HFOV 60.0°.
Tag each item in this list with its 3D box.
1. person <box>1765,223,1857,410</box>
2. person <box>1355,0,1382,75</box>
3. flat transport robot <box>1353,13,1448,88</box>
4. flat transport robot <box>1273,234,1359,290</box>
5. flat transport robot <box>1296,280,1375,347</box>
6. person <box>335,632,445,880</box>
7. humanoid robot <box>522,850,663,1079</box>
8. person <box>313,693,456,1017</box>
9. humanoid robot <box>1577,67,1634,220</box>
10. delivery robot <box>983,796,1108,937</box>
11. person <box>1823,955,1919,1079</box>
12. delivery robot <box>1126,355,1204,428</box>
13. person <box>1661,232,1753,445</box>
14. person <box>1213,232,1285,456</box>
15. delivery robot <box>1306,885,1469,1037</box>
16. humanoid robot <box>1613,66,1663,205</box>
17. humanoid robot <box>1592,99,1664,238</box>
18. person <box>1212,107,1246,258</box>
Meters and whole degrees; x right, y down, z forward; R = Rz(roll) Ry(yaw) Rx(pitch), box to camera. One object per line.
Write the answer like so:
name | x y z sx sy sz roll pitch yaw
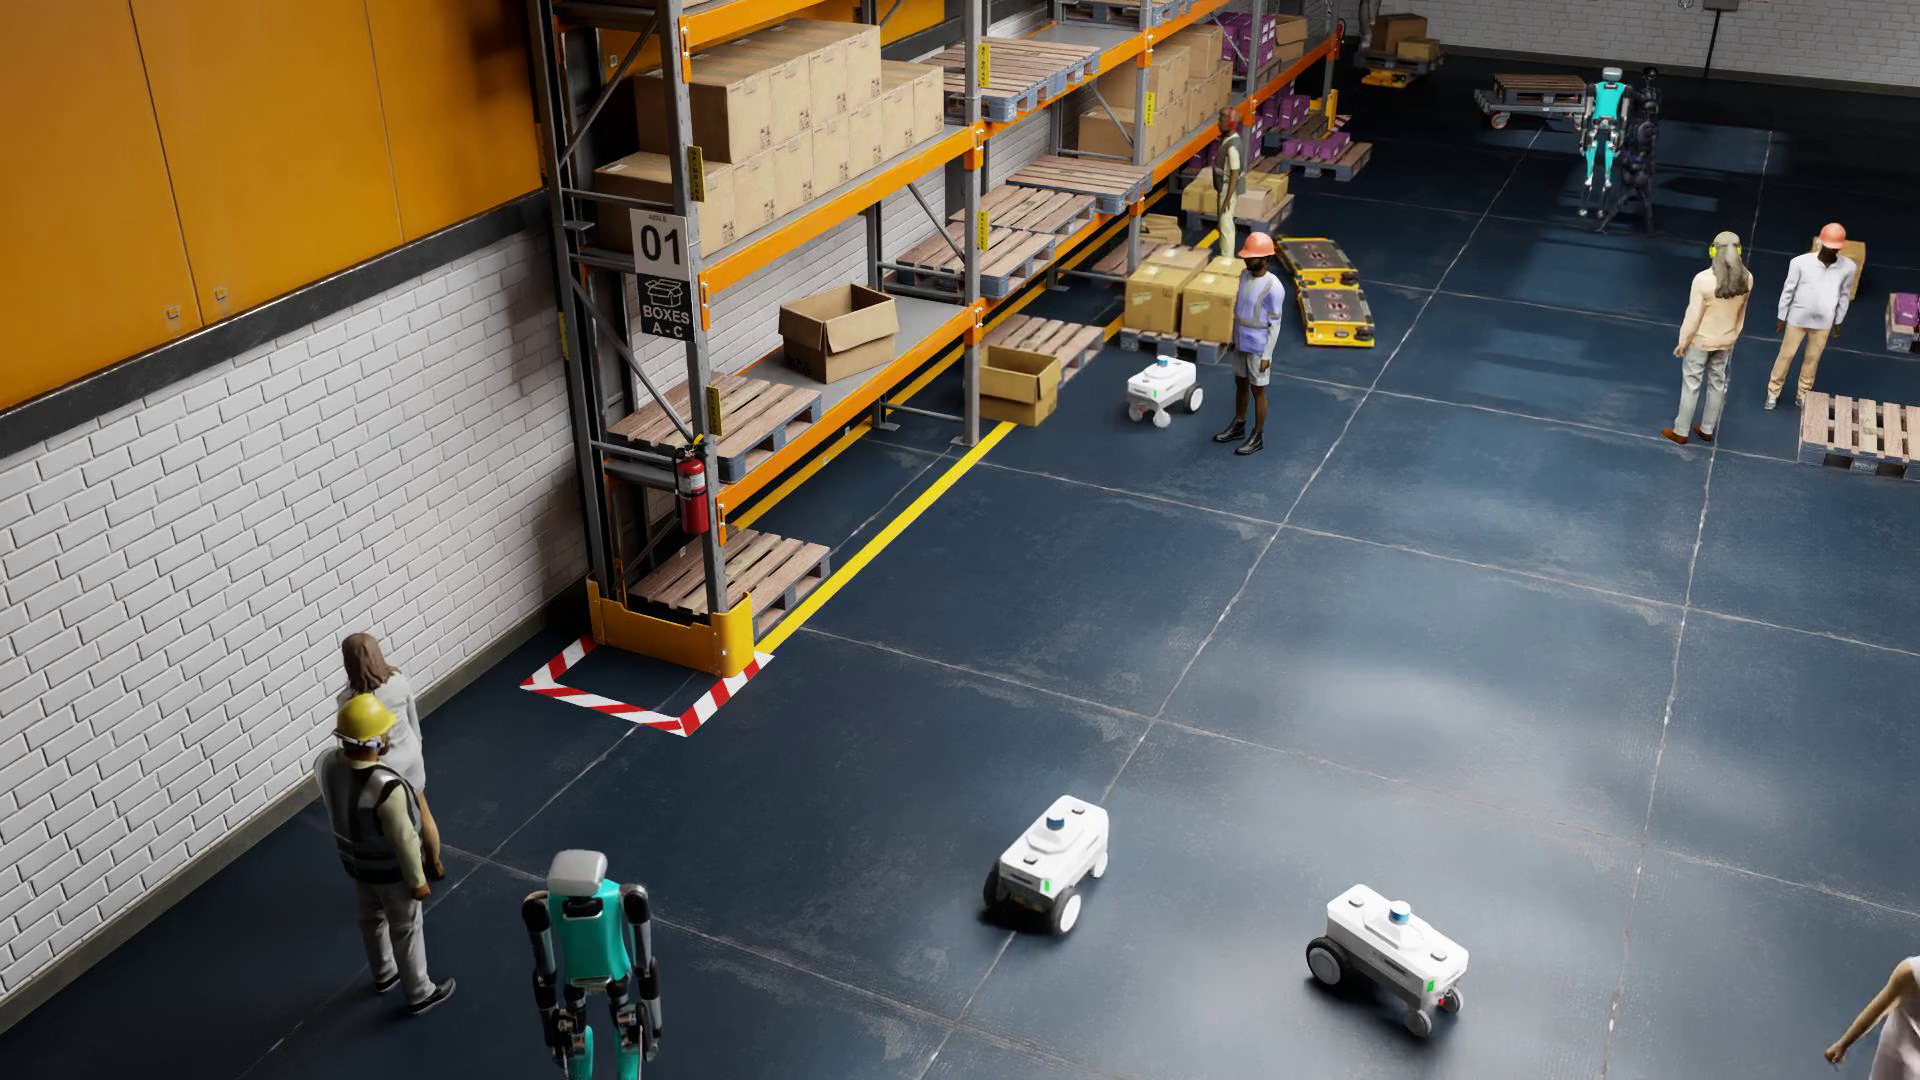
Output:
person | 7.595 -1.980 14.835 0.574 1.747 0.338 6 29 11
person | 6.565 -8.386 26.649 0.365 1.824 0.517 1 28 1
flat transport robot | 7.004 -7.494 26.624 0.659 0.231 1.431 17 33 28
flat transport robot | 3.921 -3.075 18.429 0.659 0.231 1.431 -1 28 -3
flat transport robot | 3.834 -2.319 17.028 0.659 0.231 1.431 3 28 5
person | -3.110 1.227 8.983 0.337 1.659 0.496 15 32 26
humanoid robot | -1.541 2.258 7.101 0.544 1.875 0.764 -2 28 -4
person | -2.840 1.555 8.211 0.591 1.824 0.403 18 33 30
humanoid robot | 7.680 -4.707 19.876 0.530 1.748 0.746 7 29 12
delivery robot | 0.504 1.772 9.162 0.499 0.614 0.796 17 33 29
person | 4.064 2.215 7.181 0.579 1.622 0.623 -7 29 -13
delivery robot | 1.834 -1.370 14.972 0.519 0.599 0.771 21 35 34
person | 6.399 -1.703 14.198 0.555 1.876 0.403 -4 29 -8
person | 2.456 -1.661 14.051 0.355 1.938 0.541 -14 32 -25
delivery robot | 2.204 2.106 8.531 0.499 0.603 0.794 -21 35 -34
humanoid robot | 8.361 -4.989 20.480 0.599 1.657 0.315 -11 30 -20
humanoid robot | 7.896 -4.325 19.338 0.804 1.626 0.611 -3 29 -6
person | 2.910 -3.772 18.063 0.373 1.842 0.567 2 28 3
